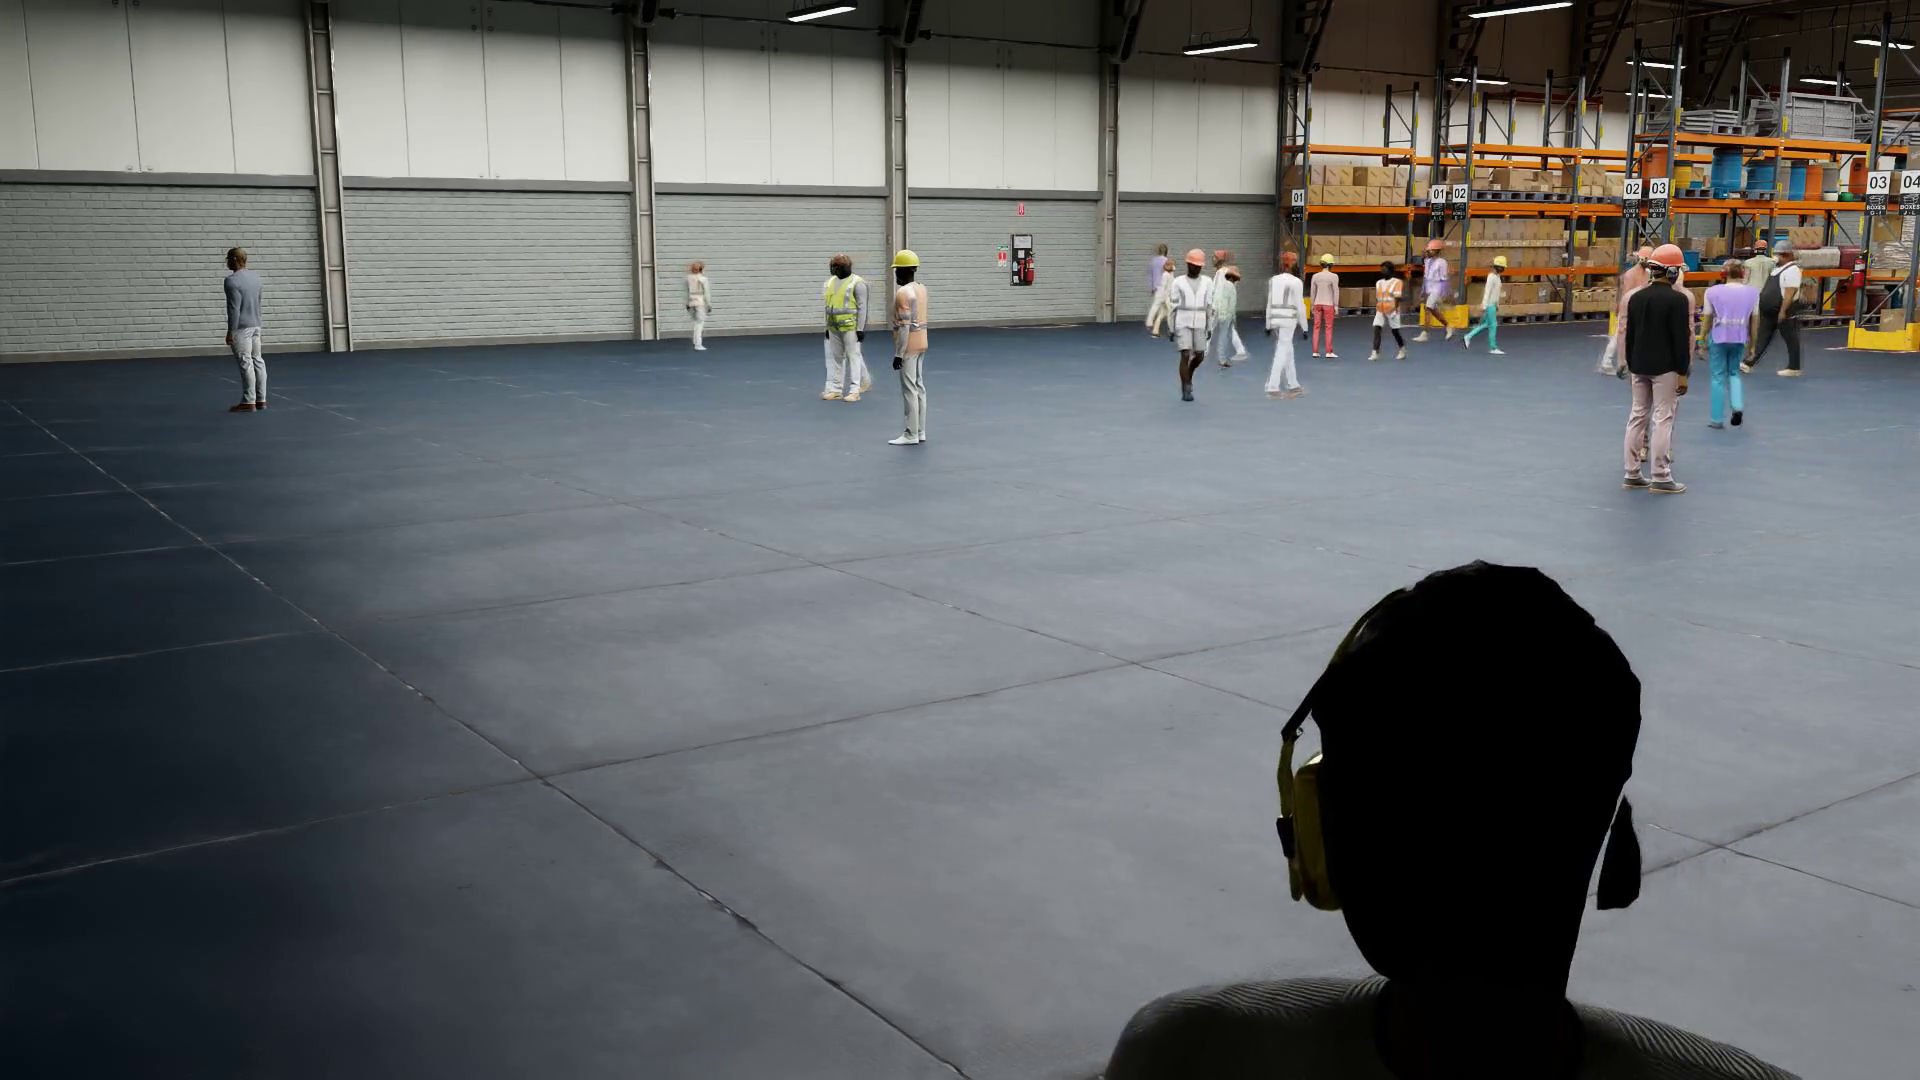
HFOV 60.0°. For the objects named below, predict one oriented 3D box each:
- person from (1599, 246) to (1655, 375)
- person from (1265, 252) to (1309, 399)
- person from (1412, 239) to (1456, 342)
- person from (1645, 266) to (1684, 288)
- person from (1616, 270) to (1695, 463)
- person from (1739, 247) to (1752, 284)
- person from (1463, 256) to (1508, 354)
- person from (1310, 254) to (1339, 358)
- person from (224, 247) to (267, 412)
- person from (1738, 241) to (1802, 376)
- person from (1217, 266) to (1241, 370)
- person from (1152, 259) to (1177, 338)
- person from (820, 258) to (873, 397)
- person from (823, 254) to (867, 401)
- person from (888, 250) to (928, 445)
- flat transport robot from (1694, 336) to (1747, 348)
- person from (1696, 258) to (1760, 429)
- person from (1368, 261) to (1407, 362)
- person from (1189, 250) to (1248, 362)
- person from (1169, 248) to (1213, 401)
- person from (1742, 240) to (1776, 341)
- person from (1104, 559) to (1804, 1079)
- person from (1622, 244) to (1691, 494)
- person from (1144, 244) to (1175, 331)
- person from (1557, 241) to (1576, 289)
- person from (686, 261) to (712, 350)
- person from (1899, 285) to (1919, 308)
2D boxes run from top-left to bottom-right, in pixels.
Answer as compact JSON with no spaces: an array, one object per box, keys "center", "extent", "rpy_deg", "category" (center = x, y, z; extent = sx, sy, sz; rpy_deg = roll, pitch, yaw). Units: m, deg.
[{"center":[9.904,-3.346,24.462],"extent":[0.623,1.929,1.027],"rpy_deg":[-6,12,-32],"category":"person"},{"center":[4.253,-2.732,21.249],"extent":[0.877,1.848,0.604],"rpy_deg":[-5,12,-27],"category":"person"},{"center":[9.398,-4.903,32.744],"extent":[0.935,2.013,0.612],"rpy_deg":[-3,11,-14],"category":"person"},{"center":[10.572,-3.446,25.051],"extent":[0.662,1.900,0.400],"rpy_deg":[1,10,3],"category":"person"},{"center":[6.321,-1.632,15.141],"extent":[0.663,1.888,0.574],"rpy_deg":[4,11,19],"category":"person"},{"center":[19.212,-6.215,40.508],"extent":[0.866,1.793,0.604],"rpy_deg":[-7,13,-35],"category":"person"},{"center":[9.273,-4.138,29.309],"extent":[0.729,1.730,0.542],"rpy_deg":[6,12,31],"category":"person"},{"center":[6.222,-3.984,28.352],"extent":[0.524,1.769,0.325],"rpy_deg":[9,14,41],"category":"person"},{"center":[-8.457,-2.480,19.636],"extent":[0.373,1.940,0.628],"rpy_deg":[1,10,7],"category":"person"},{"center":[12.032,-3.438,24.605],"extent":[0.984,2.000,0.702],"rpy_deg":[0,10,1],"category":"person"},{"center":[4.188,-3.469,25.958],"extent":[0.320,1.610,0.635],"rpy_deg":[3,11,17],"category":"person"},{"center":[4.309,-4.909,33.879],"extent":[0.835,1.589,0.518],"rpy_deg":[4,11,20],"category":"person"},{"center":[-1.477,-2.763,21.583],"extent":[0.630,1.806,0.886],"rpy_deg":[7,13,34],"category":"person"},{"center":[-1.459,-2.657,20.893],"extent":[0.622,1.838,0.430],"rpy_deg":[8,13,38],"category":"person"},{"center":[-0.513,-1.903,16.500],"extent":[0.363,1.928,0.587],"rpy_deg":[3,11,18],"category":"person"},{"center":[13.677,-3.662,30.686],"extent":[1.431,0.197,0.652],"rpy_deg":[-2,10,-8],"category":"flat transport robot"},{"center":[8.241,-2.099,17.866],"extent":[0.565,1.829,0.444],"rpy_deg":[1,10,3],"category":"person"},{"center":[7.134,-3.804,27.627],"extent":[0.811,1.668,0.527],"rpy_deg":[-10,14,-43],"category":"person"},{"center":[4.308,-3.858,27.466],"extent":[0.978,1.844,0.575],"rpy_deg":[0,10,0],"category":"person"},{"center":[2.900,-2.721,21.025],"extent":[0.560,1.913,0.586],"rpy_deg":[-2,10,-9],"category":"person"},{"center":[15.772,-4.925,32.881],"extent":[0.611,1.995,0.375],"rpy_deg":[1,10,7],"category":"person"},{"center":[0.319,0.927,1.151],"extent":[0.534,1.868,0.310],"rpy_deg":[3,11,15],"category":"person"},{"center":[5.627,-1.373,13.408],"extent":[0.375,1.995,0.609],"rpy_deg":[-5,11,-24],"category":"person"},{"center":[4.464,-5.541,36.571],"extent":[1.014,1.890,0.648],"rpy_deg":[-5,11,-24],"category":"person"},{"center":[15.951,-6.894,43.794],"extent":[0.592,1.955,0.616],"rpy_deg":[-4,11,-21],"category":"person"},{"center":[-4.737,-4.267,30.291],"extent":[0.538,1.622,0.437],"rpy_deg":[8,13,36],"category":"person"},{"center":[19.199,-4.983,33.395],"extent":[0.635,1.933,0.366],"rpy_deg":[5,12,26],"category":"person"}]
